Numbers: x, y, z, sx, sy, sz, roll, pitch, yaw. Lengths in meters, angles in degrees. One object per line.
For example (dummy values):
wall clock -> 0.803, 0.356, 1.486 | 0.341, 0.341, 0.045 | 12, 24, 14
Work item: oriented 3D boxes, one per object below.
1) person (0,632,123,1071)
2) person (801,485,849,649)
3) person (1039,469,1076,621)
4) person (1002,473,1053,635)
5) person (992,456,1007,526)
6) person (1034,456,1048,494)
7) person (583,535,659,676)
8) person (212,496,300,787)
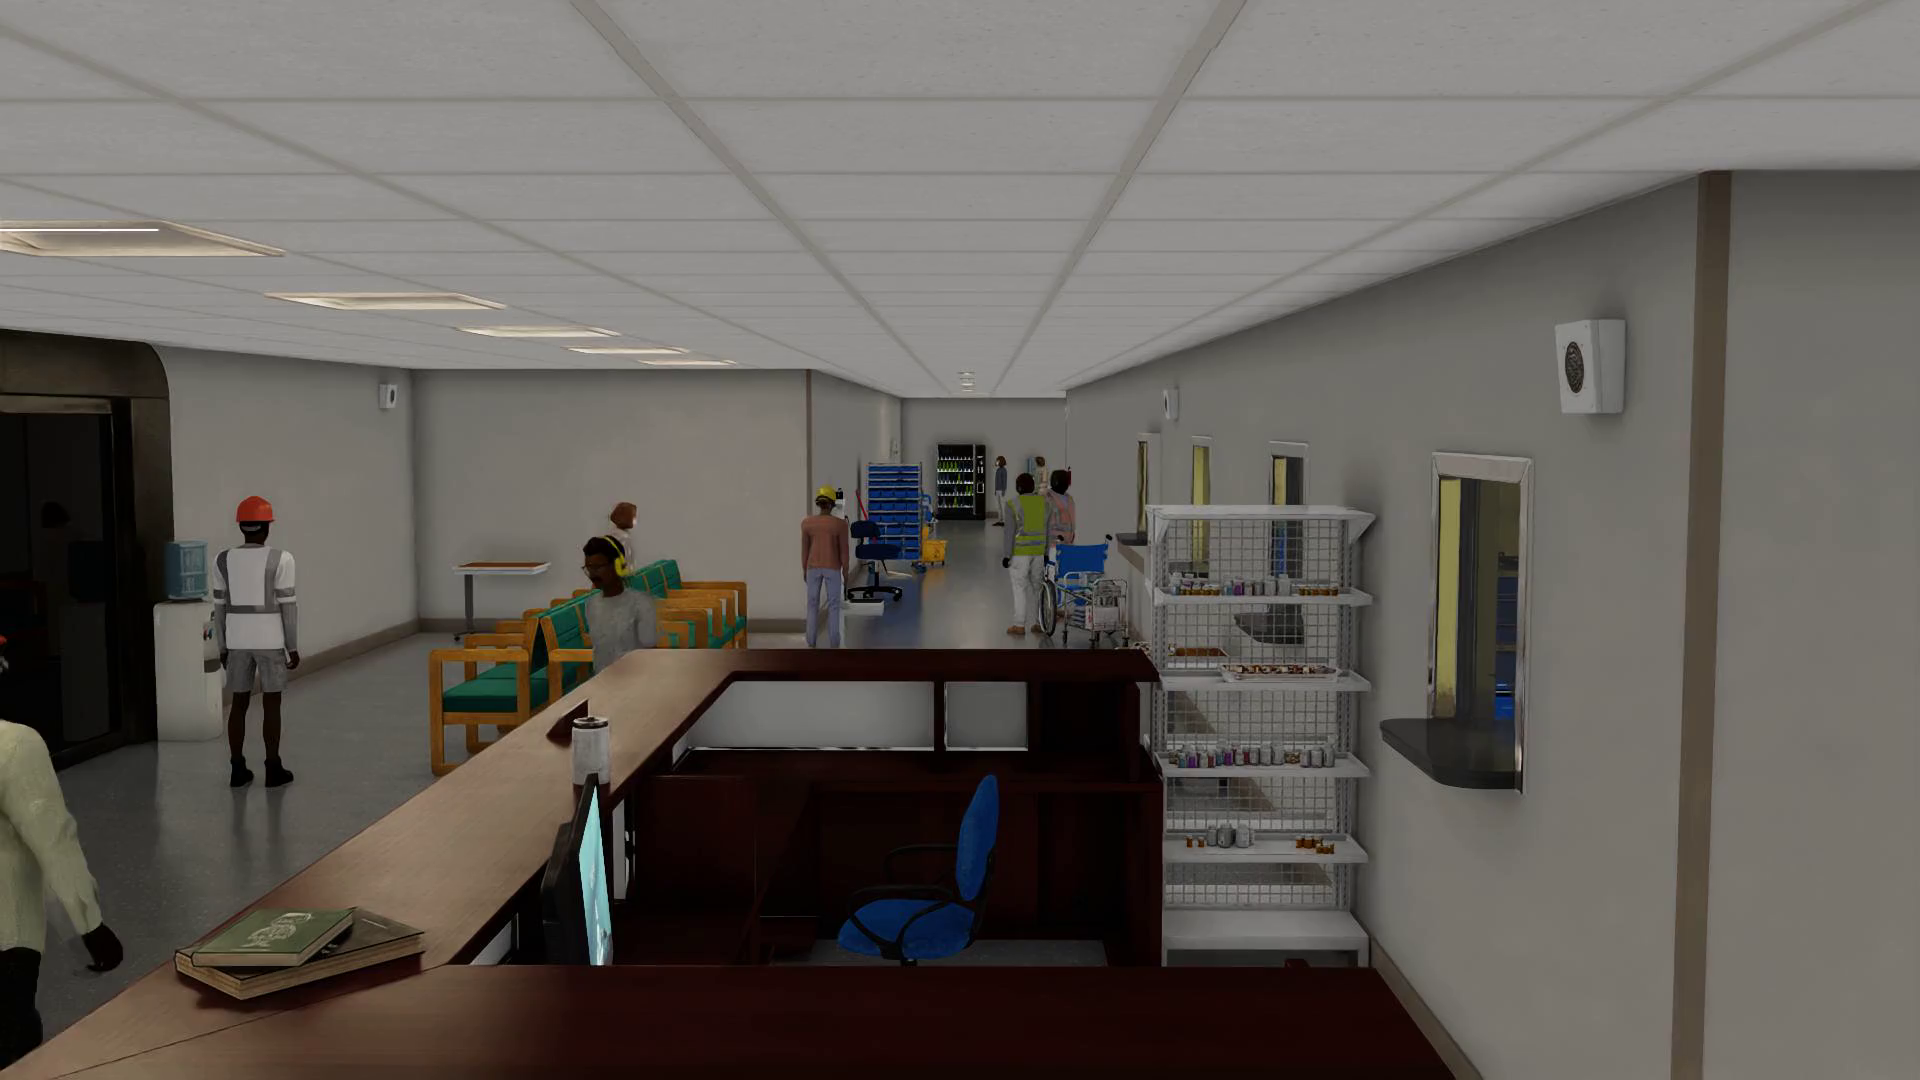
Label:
person -> -2.803, 1.125, 4.727 | 0.616, 1.948, 0.951 | 2, 5, 25
person -> -1.397, 0.312, 17.275 | 0.518, 1.757, 0.340 | 1, 4, 10
person -> 1.193, 0.061, 20.214 | 0.430, 1.844, 0.619 | 4, 6, 42
person -> 0.748, 0.157, 18.878 | 0.631, 1.840, 0.428 | -2, 5, -30
person -> 0.932, -1.126, 38.288 | 0.280, 1.636, 0.500 | -2, 4, -22
person -> 1.818, -1.062, 37.367 | 0.311, 1.638, 0.521 | 3, 5, 32
person -> -1.710, 0.877, 8.882 | 0.555, 1.830, 0.770 | 3, 5, 34
person -> -4.661, 0.672, 11.054 | 0.547, 1.930, 0.388 | 0, 4, 1
